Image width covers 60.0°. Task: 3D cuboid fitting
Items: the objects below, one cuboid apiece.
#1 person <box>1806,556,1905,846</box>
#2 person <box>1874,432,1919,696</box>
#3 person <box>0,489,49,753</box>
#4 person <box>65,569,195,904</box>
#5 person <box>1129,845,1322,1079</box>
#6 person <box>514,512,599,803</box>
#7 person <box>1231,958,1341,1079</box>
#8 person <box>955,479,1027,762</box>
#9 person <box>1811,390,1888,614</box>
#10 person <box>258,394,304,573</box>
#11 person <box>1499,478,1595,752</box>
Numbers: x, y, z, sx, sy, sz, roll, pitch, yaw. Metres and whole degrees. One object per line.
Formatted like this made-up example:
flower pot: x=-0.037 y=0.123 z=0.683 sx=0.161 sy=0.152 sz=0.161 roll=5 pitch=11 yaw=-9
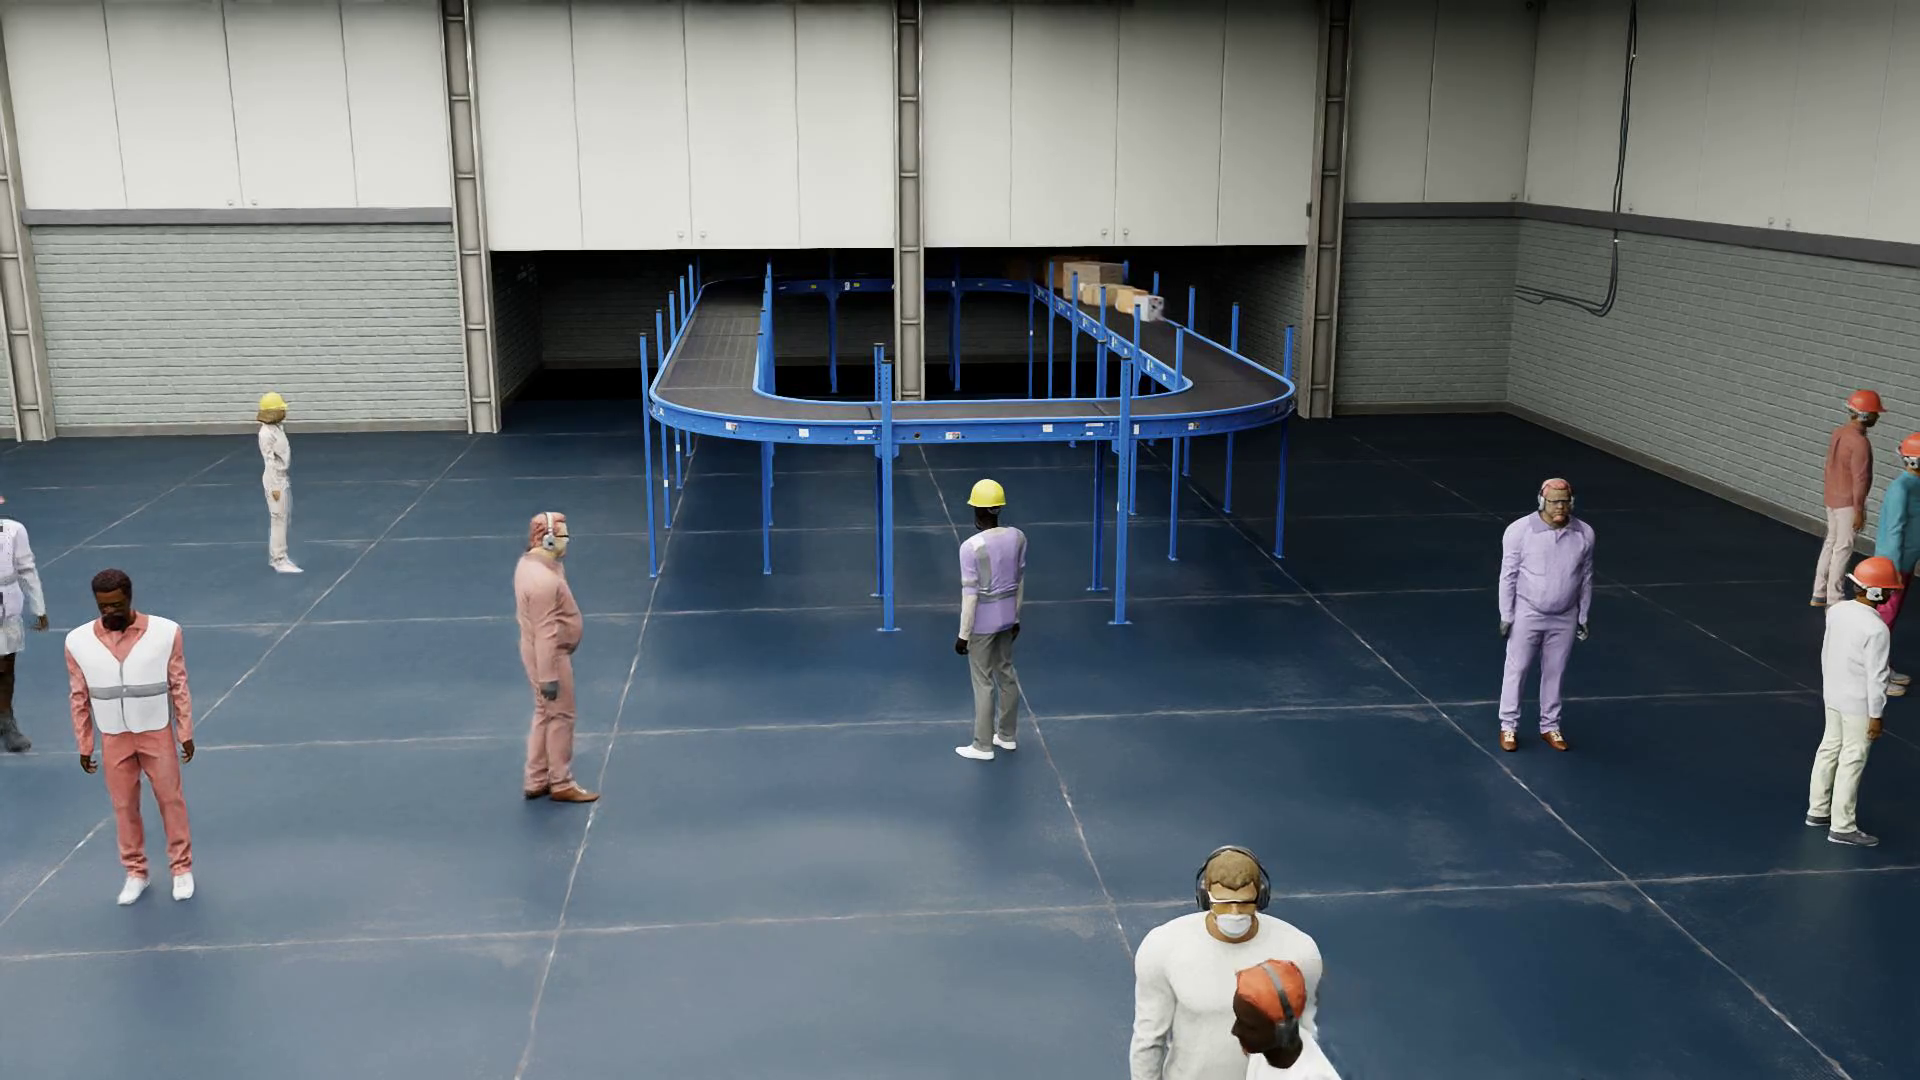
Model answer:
person: x=5.372 y=0.946 z=9.952 sx=0.333 sy=1.749 sz=0.575 roll=0 pitch=14 yaw=-1
person: x=7.125 y=0.165 z=12.585 sx=0.382 sy=1.996 sz=0.608 roll=11 pitch=18 yaw=37
person: x=-6.544 y=0.505 z=11.383 sx=0.752 sy=1.911 sz=0.577 roll=10 pitch=17 yaw=34
person: x=-4.544 y=1.066 z=9.169 sx=0.599 sy=1.909 sz=0.405 roll=-4 pitch=15 yaw=-17
person: x=0.889 y=1.931 z=5.633 sx=0.636 sy=1.939 sz=0.362 roll=0 pitch=14 yaw=-1
person: x=-2.568 y=0.752 z=10.456 sx=0.454 sy=1.892 sz=0.657 roll=-5 pitch=15 yaw=-18
person: x=1.162 y=2.115 z=5.145 sx=0.897 sy=1.839 sz=0.589 roll=-3 pitch=14 yaw=-12
person: x=0.190 y=0.540 z=11.225 sx=0.369 sy=1.925 sz=0.594 roll=13 pitch=19 yaw=42
person: x=7.801 y=-0.326 z=14.571 sx=0.414 sy=1.984 sz=0.636 roll=2 pitch=14 yaw=7
person: x=-6.566 y=-0.542 z=15.981 sx=0.398 sy=1.741 sz=0.532 roll=-2 pitch=14 yaw=-9
person: x=4.003 y=0.515 z=11.367 sx=0.638 sy=1.910 sz=0.407 roll=0 pitch=14 yaw=-1
